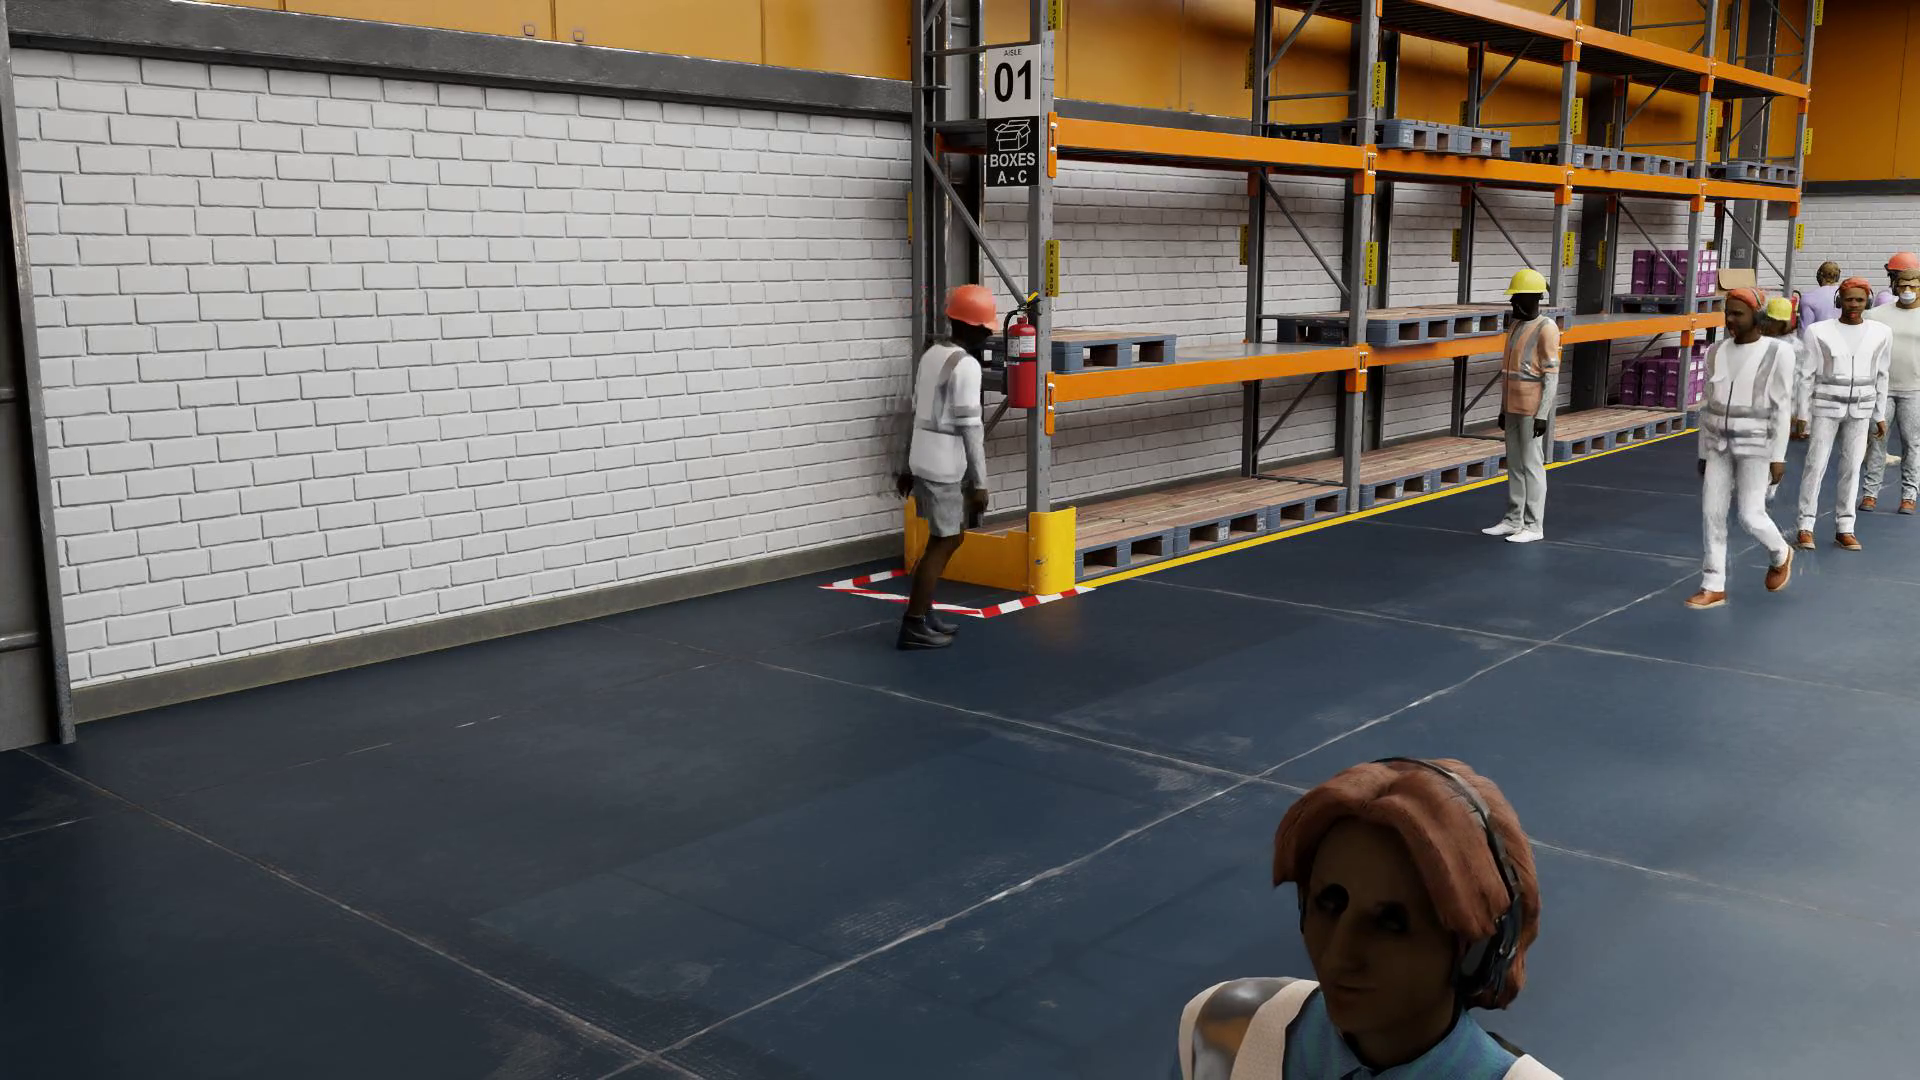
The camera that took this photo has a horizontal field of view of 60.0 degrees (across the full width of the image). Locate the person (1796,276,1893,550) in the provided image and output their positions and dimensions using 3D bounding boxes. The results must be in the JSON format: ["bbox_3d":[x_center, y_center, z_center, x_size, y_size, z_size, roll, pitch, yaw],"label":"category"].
[{"bbox_3d":[6.065,-0.864,11.447,0.584,1.882,0.337,2,10,10],"label":"person"}]

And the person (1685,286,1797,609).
[{"bbox_3d":[4.550,-0.527,9.583,0.669,1.866,0.592,-6,12,-30],"label":"person"}]

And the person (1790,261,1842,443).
[{"bbox_3d":[9.221,-2.005,17.789,0.633,1.939,0.368,-1,10,-7],"label":"person"}]

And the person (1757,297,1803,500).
[{"bbox_3d":[6.463,-1.088,13.255,0.794,1.703,0.491,-9,13,-42],"label":"person"}]

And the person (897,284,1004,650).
[{"bbox_3d":[-0.072,-0.360,8.544,0.580,1.890,0.558,-3,11,-18],"label":"person"}]

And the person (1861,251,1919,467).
[{"bbox_3d":[8.916,-1.725,15.901,0.396,2.038,0.615,9,13,41],"label":"person"}]

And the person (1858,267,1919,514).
[{"bbox_3d":[7.372,-1.165,13.048,0.622,1.932,0.367,8,13,39],"label":"person"}]

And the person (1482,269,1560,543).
[{"bbox_3d":[3.990,-0.945,11.784,0.367,1.926,0.594,-2,10,-10],"label":"person"}]

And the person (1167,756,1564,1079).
[{"bbox_3d":[0.379,0.991,1.569,0.511,1.644,0.307,9,13,42],"label":"person"}]
